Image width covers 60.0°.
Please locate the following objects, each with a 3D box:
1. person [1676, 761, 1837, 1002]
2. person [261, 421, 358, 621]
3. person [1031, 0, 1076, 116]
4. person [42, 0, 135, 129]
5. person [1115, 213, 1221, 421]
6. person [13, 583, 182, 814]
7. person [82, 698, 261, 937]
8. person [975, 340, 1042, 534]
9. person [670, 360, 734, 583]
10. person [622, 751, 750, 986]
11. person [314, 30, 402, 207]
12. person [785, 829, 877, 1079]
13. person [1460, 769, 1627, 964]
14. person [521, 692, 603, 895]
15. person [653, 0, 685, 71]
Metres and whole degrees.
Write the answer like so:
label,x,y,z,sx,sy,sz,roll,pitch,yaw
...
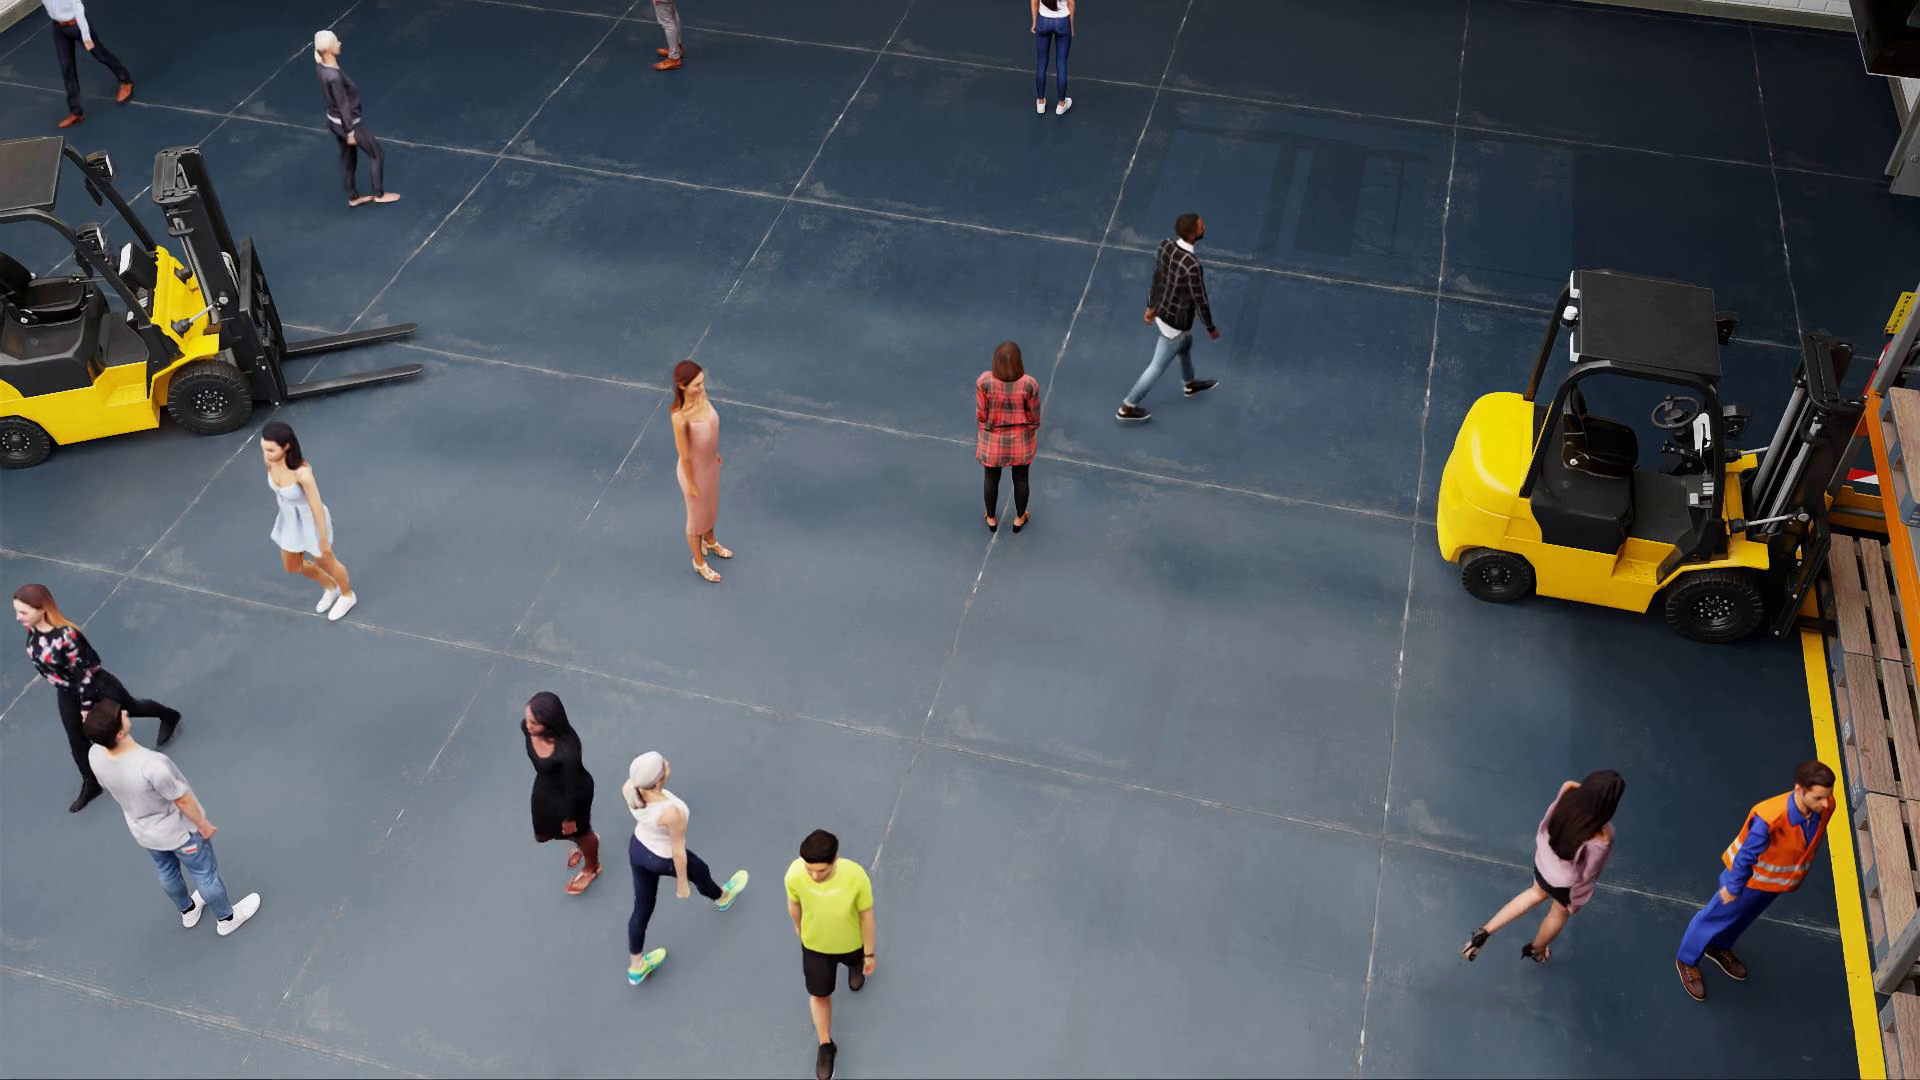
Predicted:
label,x,y,z,sx,sy,sz,roll,pitch,yaw
person,4.347,1.809,9.039,0.785,1.862,0.815,-16,46,-16
person,-4.339,-0.168,11.219,0.676,1.717,0.661,21,48,21
person,0.912,-5.014,16.264,0.583,1.774,0.499,11,45,11
person,-8.613,-5.018,16.292,0.643,1.742,1.202,10,45,11
person,1.553,-1.658,12.739,1.174,1.778,1.219,-14,45,-15
person,-5.288,0.845,10.213,0.644,1.638,1.131,15,46,15
person,-4.456,1.554,9.286,0.662,1.890,0.542,11,45,11
person,0.334,-0.732,11.823,0.643,1.700,0.597,4,44,4
person,-1.811,-0.492,11.474,0.645,1.834,0.448,12,45,12
person,-1.710,1.826,9.175,0.926,1.650,1.239,28,50,26
person,-5.617,-3.758,14.990,0.813,1.713,0.761,-31,52,-29
person,-0.658,2.041,8.937,0.829,1.666,1.161,-1,44,-1
person,3.188,1.838,9.056,0.945,1.797,0.943,-11,45,-11
person,-2.201,1.417,9.560,0.715,1.711,0.745,29,51,27
person,-3.032,-5.721,16.964,0.812,1.832,0.614,-1,44,-1
